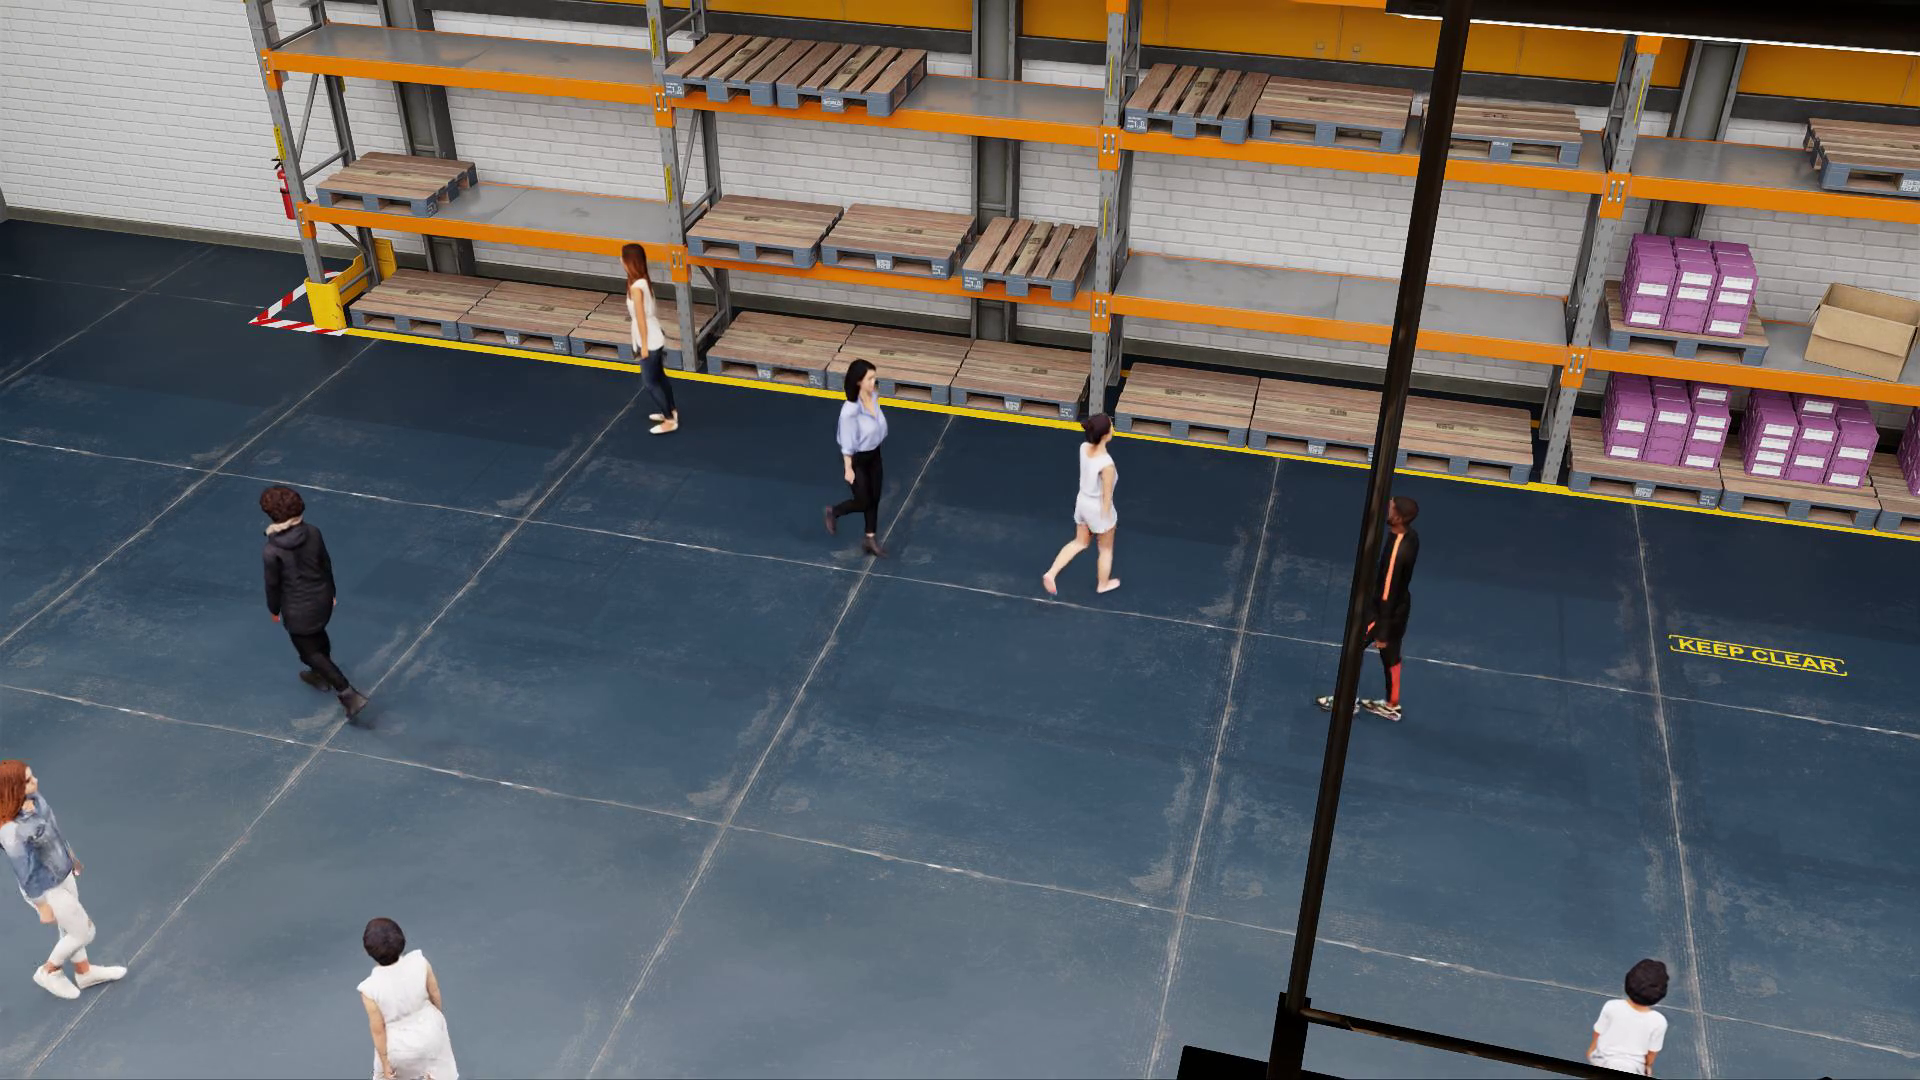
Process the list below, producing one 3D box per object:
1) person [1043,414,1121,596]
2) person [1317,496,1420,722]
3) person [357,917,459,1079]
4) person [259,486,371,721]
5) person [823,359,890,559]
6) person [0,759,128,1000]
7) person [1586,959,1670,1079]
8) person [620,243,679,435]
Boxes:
[{"bbox_3d":[0.957,-0.210,12.551,0.965,1.591,0.918,-18,38,-25],"label":"person"},{"bbox_3d":[2.979,0.511,11.287,0.871,1.789,0.756,17,37,24],"label":"person"},{"bbox_3d":[-2.735,2.583,8.419,0.902,1.513,1.058,-27,42,-34],"label":"person"},{"bbox_3d":[-4.437,0.458,11.401,1.141,1.751,0.794,17,37,24],"label":"person"},{"bbox_3d":[-0.836,-0.636,13.062,0.928,1.734,0.805,20,39,28],"label":"person"},{"bbox_3d":[-5.158,1.918,9.256,0.818,1.695,0.768,-7,34,-10],"label":"person"},{"bbox_3d":[3.396,2.655,8.544,0.436,1.255,0.562,12,36,18],"label":"person"},{"bbox_3d":[-2.724,-1.782,14.755,0.697,1.769,0.690,-4,34,-7],"label":"person"}]
